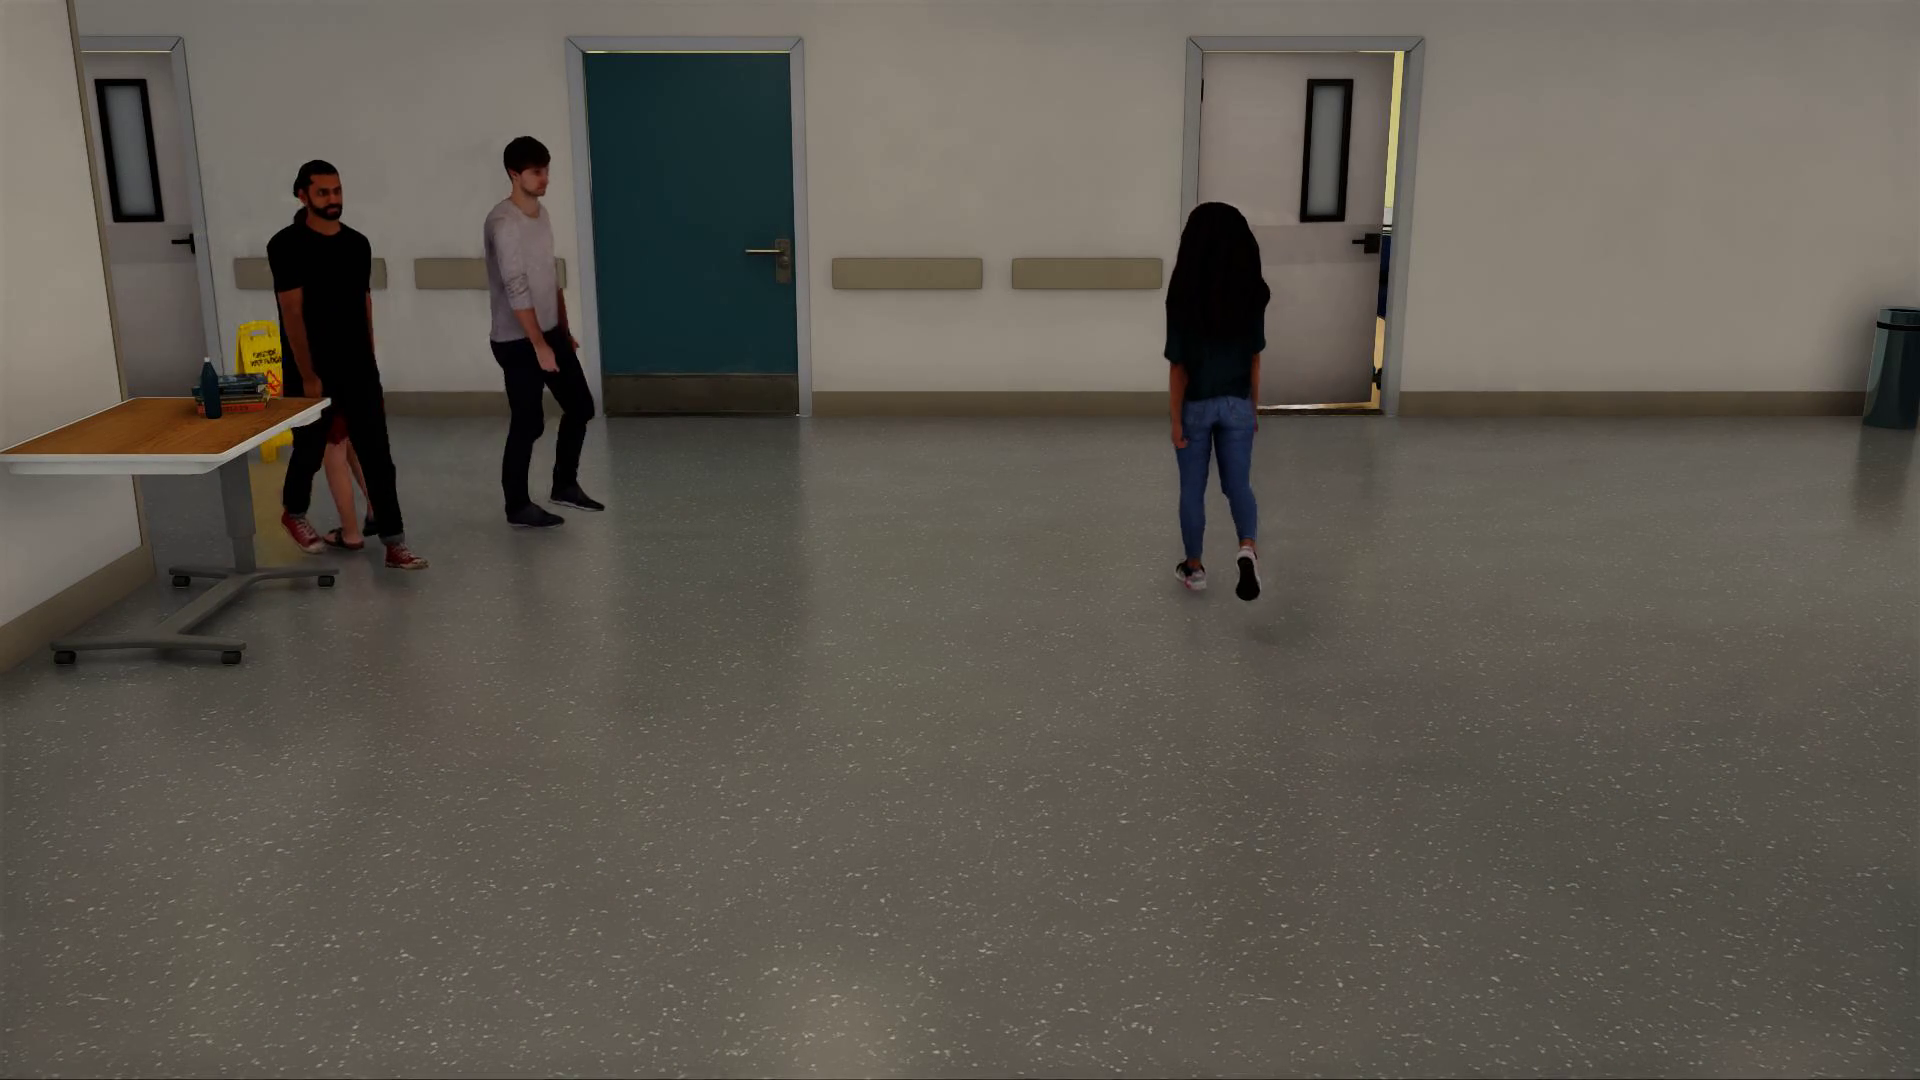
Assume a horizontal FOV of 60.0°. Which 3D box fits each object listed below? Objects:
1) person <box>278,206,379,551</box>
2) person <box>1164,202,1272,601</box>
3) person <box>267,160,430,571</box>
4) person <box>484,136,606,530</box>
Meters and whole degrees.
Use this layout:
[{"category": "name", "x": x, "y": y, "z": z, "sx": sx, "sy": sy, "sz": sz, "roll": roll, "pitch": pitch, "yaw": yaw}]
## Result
[{"category": "person", "x": -2.733, "y": -0.696, "z": 7.379, "sx": 0.780, "sy": 1.541, "sz": 0.712, "roll": 12, "pitch": 20, "yaw": 37}, {"category": "person", "x": 1.042, "y": -0.515, "z": 6.625, "sx": 0.923, "sy": 1.601, "sz": 0.723, "roll": -2, "pitch": 16, "yaw": -8}, {"category": "person", "x": -2.745, "y": -0.708, "z": 7.093, "sx": 1.210, "sy": 1.719, "sz": 1.130, "roll": 13, "pitch": 21, "yaw": 39}, {"category": "person", "x": -2.069, "y": -0.934, "z": 7.711, "sx": 0.753, "sy": 1.819, "sz": 0.771, "roll": 3, "pitch": 16, "yaw": 9}]
